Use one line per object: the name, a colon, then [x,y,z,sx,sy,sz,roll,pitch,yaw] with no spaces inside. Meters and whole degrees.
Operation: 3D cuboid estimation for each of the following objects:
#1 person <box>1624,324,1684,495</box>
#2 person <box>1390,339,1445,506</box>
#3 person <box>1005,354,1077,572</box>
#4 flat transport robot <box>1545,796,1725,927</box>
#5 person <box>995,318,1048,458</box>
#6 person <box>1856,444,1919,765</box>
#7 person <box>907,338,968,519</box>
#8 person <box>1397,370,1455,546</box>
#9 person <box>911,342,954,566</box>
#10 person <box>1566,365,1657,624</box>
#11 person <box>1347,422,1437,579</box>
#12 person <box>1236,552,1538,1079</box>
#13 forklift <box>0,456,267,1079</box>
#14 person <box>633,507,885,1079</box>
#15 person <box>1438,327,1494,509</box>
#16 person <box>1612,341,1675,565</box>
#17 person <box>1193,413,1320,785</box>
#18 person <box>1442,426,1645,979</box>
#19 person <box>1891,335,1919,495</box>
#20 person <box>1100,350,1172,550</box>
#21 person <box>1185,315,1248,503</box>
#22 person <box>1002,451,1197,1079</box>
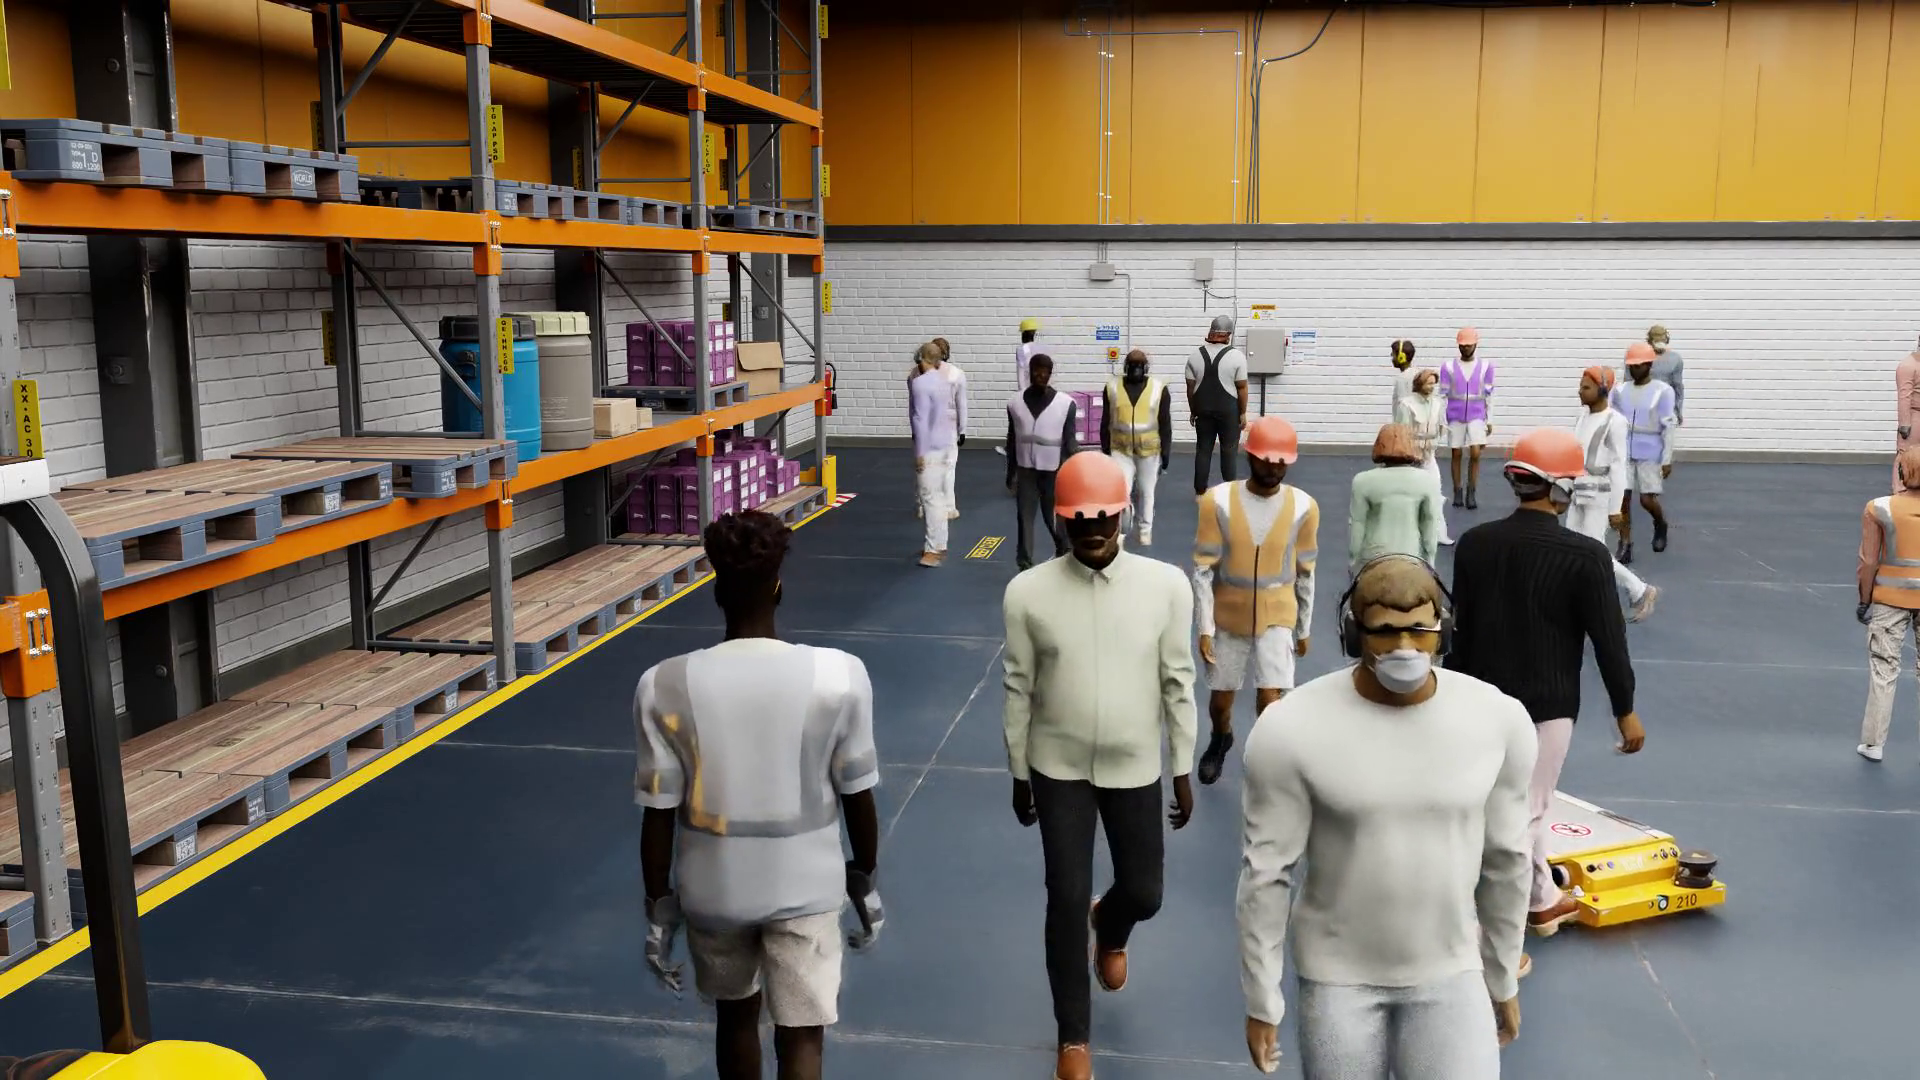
person: [7.766,-1.477,18.743,0.657,1.916,0.618,0,9,1]
person: [4.433,-1.040,16.300,0.689,1.842,0.517,7,12,38]
person: [0.674,-0.582,13.405,0.636,1.871,0.884,3,10,20]
flat transport robot: [2.410,1.245,7.010,0.652,0.197,1.431,-4,10,-23]
person: [0.883,-1.964,21.870,0.611,1.873,0.983,-8,12,-41]
person: [4.819,0.336,8.420,0.513,1.638,0.307,4,10,23]
person: [-0.219,-1.127,16.860,0.619,1.836,0.431,2,10,15]
person: [4.189,-0.730,15.085,0.525,1.605,0.796,-4,10,-21]
person: [-0.268,-0.737,14.296,0.362,1.894,0.846,3,10,17]
person: [4.441,-0.277,11.504,0.666,1.865,0.582,-1,9,-5]
person: [2.541,0.118,9.789,0.517,1.618,0.411,0,9,2]
person: [0.921,0.980,3.579,0.651,1.916,0.600,0,9,2]
forklift: [-2.328,0.975,2.765,2.313,2.155,1.214,1,9,9]
person: [-0.502,0.878,4.177,0.612,1.935,0.950,0,9,-1]
person: [5.300,-1.272,17.466,0.582,1.912,0.704,2,10,14]
person: [5.844,-0.747,14.236,0.651,1.914,0.558,-8,12,-42]
person: [1.340,0.339,7.626,0.556,1.897,0.815,1,9,6]
person: [2.122,0.572,5.984,0.951,1.955,0.634,-6,11,-31]
person: [9.943,-1.220,17.208,0.639,1.902,0.407,-6,11,-32]
person: [1.573,-0.800,14.946,0.650,1.798,0.871,2,9,10]
person: [2.796,-1.402,17.898,0.687,2.000,0.535,5,11,30]
person: [0.430,0.679,5.261,0.609,1.969,0.669,0,9,0]
